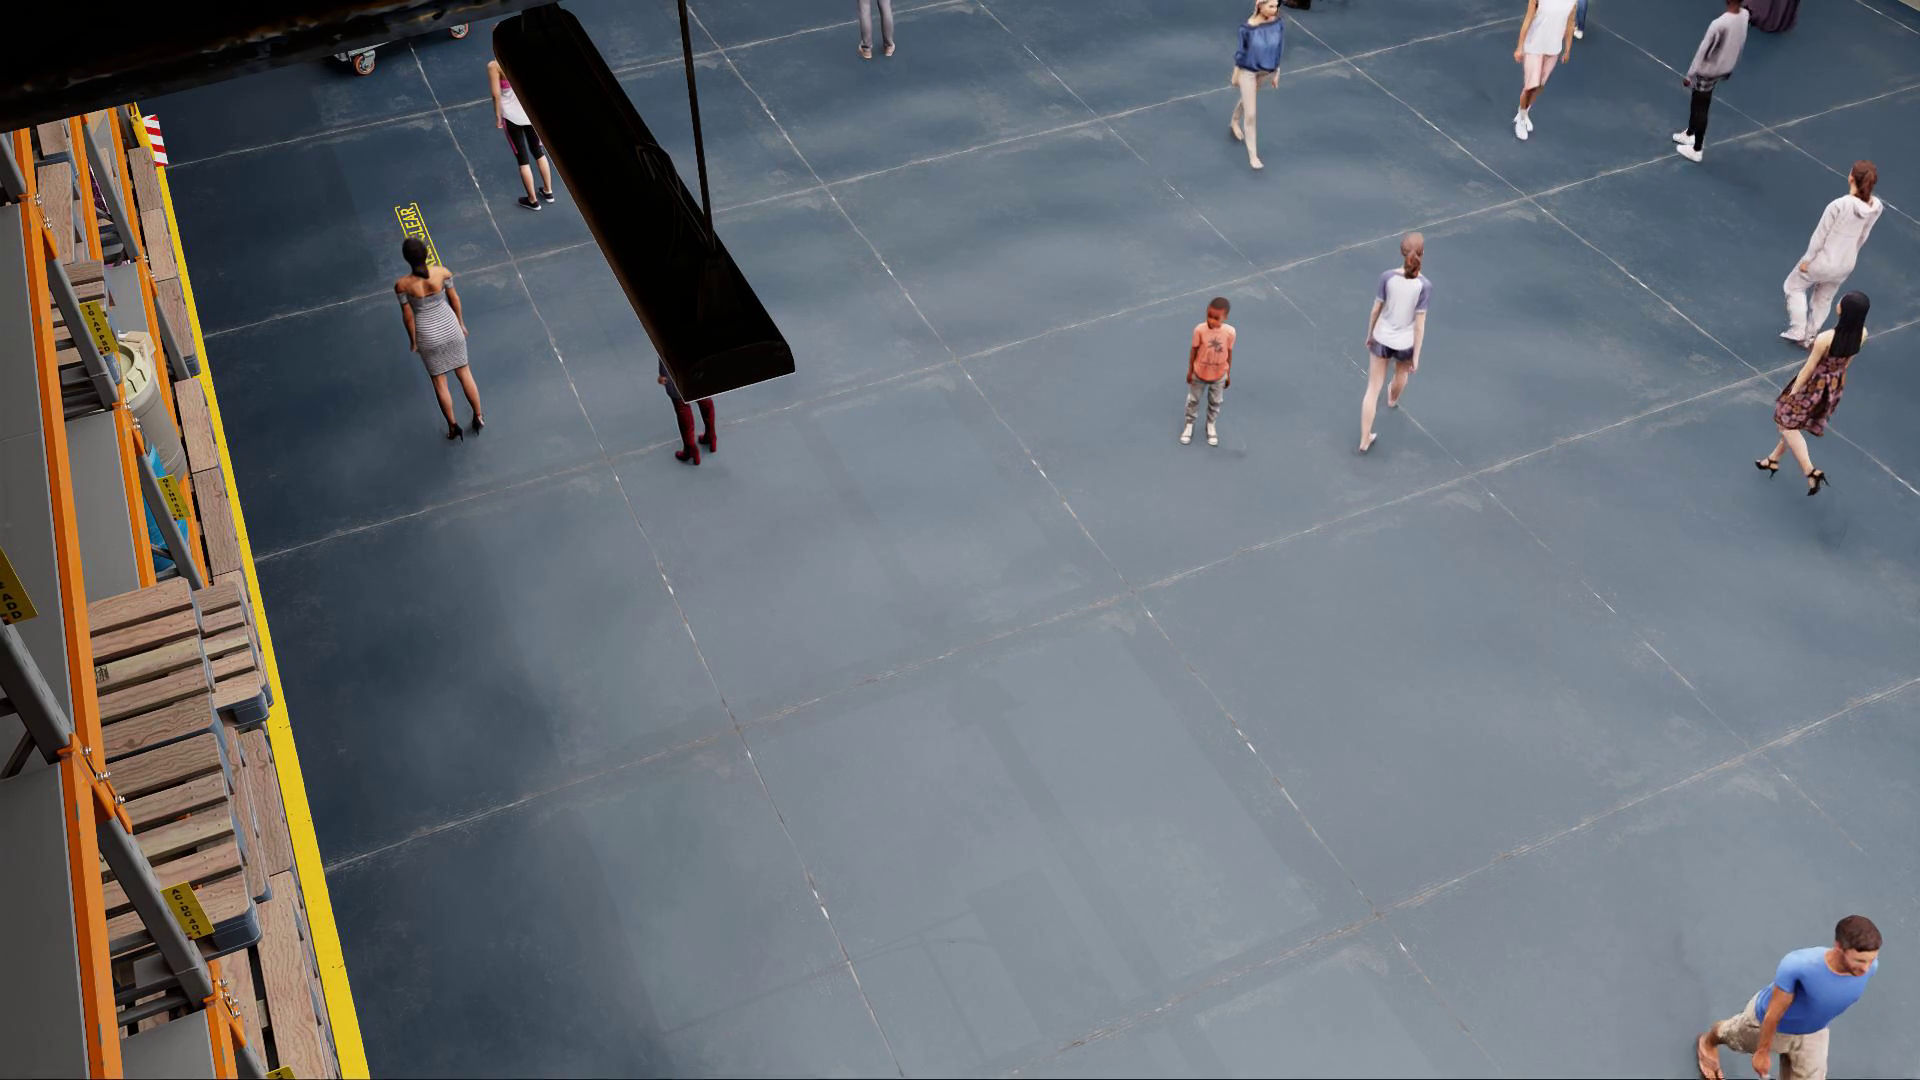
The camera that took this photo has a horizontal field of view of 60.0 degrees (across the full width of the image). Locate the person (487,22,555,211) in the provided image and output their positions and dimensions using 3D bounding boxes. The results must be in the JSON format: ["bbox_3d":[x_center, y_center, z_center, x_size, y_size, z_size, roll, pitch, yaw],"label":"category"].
[{"bbox_3d":[-3.983,-3.828,15.042,0.644,1.786,0.680,34,53,30],"label":"person"}]

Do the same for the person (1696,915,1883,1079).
[{"bbox_3d":[4.185,2.384,8.505,1.032,1.809,1.331,1,44,1],"label":"person"}]

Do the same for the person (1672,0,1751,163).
[{"bbox_3d":[7.154,-4.367,15.628,0.687,1.758,0.710,-23,48,-23],"label":"person"}]

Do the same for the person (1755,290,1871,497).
[{"bbox_3d":[6.260,-1.031,12.124,0.720,1.761,0.955,-12,45,-12],"label":"person"}]

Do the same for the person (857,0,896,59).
[{"bbox_3d":[-0.910,-5.922,17.130,0.718,1.938,0.676,-5,44,-5],"label":"person"}]

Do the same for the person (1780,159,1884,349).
[{"bbox_3d":[7.072,-2.231,13.446,0.727,1.677,0.719,-4,44,-4],"label":"person"}]

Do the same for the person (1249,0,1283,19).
[{"bbox_3d":[3.355,-5.939,17.649,0.610,1.247,0.737,-4,44,-5],"label":"person"}]

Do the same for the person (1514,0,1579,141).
[{"bbox_3d":[5.610,-4.815,16.085,0.751,1.776,0.783,-7,44,-7],"label":"person"}]

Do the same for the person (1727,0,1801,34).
[{"bbox_3d":[8.689,-6.181,17.647,0.940,1.600,0.987,4,44,4],"label":"person"}]

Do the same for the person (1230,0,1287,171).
[{"bbox_3d":[2.769,-4.449,15.798,0.703,1.642,1.173,-13,45,-13],"label":"person"}]

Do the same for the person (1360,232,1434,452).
[{"bbox_3d":[3.275,-1.446,12.600,1.071,1.706,1.095,18,46,18],"label":"person"}]

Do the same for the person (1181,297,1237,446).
[{"bbox_3d":[1.913,-1.313,12.748,0.560,1.309,0.598,5,44,5],"label":"person"}]

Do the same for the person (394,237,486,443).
[{"bbox_3d":[-3.933,-1.513,12.587,0.612,1.822,0.555,-22,48,-22],"label":"person"}]
